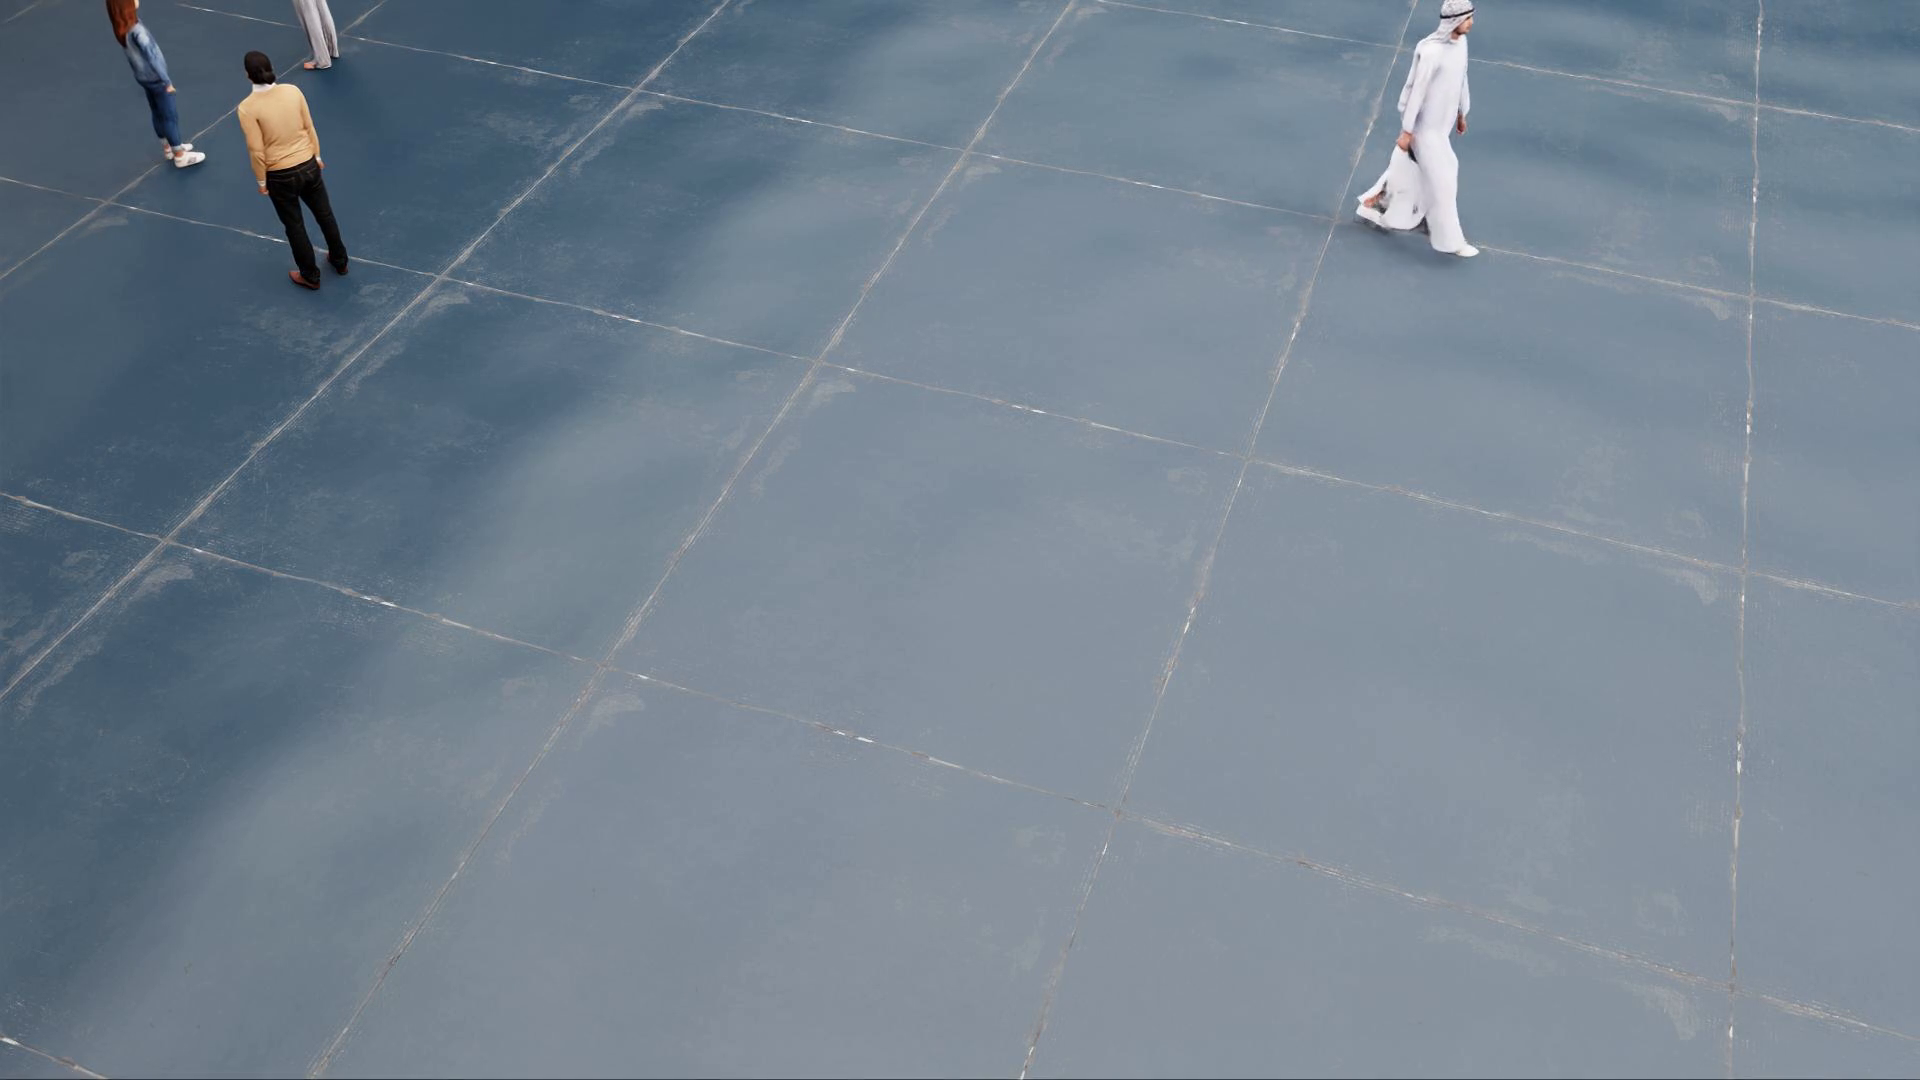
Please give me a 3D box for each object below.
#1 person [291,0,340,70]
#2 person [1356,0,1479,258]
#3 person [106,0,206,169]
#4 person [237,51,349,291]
[{"bbox_3d":[-5.559,-4.831,13.945,0.590,1.776,0.625,7,44,8],"label":"person"},{"bbox_3d":[3.275,-2.982,11.892,1.345,1.874,0.970,28,50,27],"label":"person"},{"bbox_3d":[-6.245,-3.566,12.810,0.584,1.474,0.704,31,51,29],"label":"person"},{"bbox_3d":[-4.648,-2.567,11.536,0.703,1.754,0.738,30,51,28],"label":"person"}]
